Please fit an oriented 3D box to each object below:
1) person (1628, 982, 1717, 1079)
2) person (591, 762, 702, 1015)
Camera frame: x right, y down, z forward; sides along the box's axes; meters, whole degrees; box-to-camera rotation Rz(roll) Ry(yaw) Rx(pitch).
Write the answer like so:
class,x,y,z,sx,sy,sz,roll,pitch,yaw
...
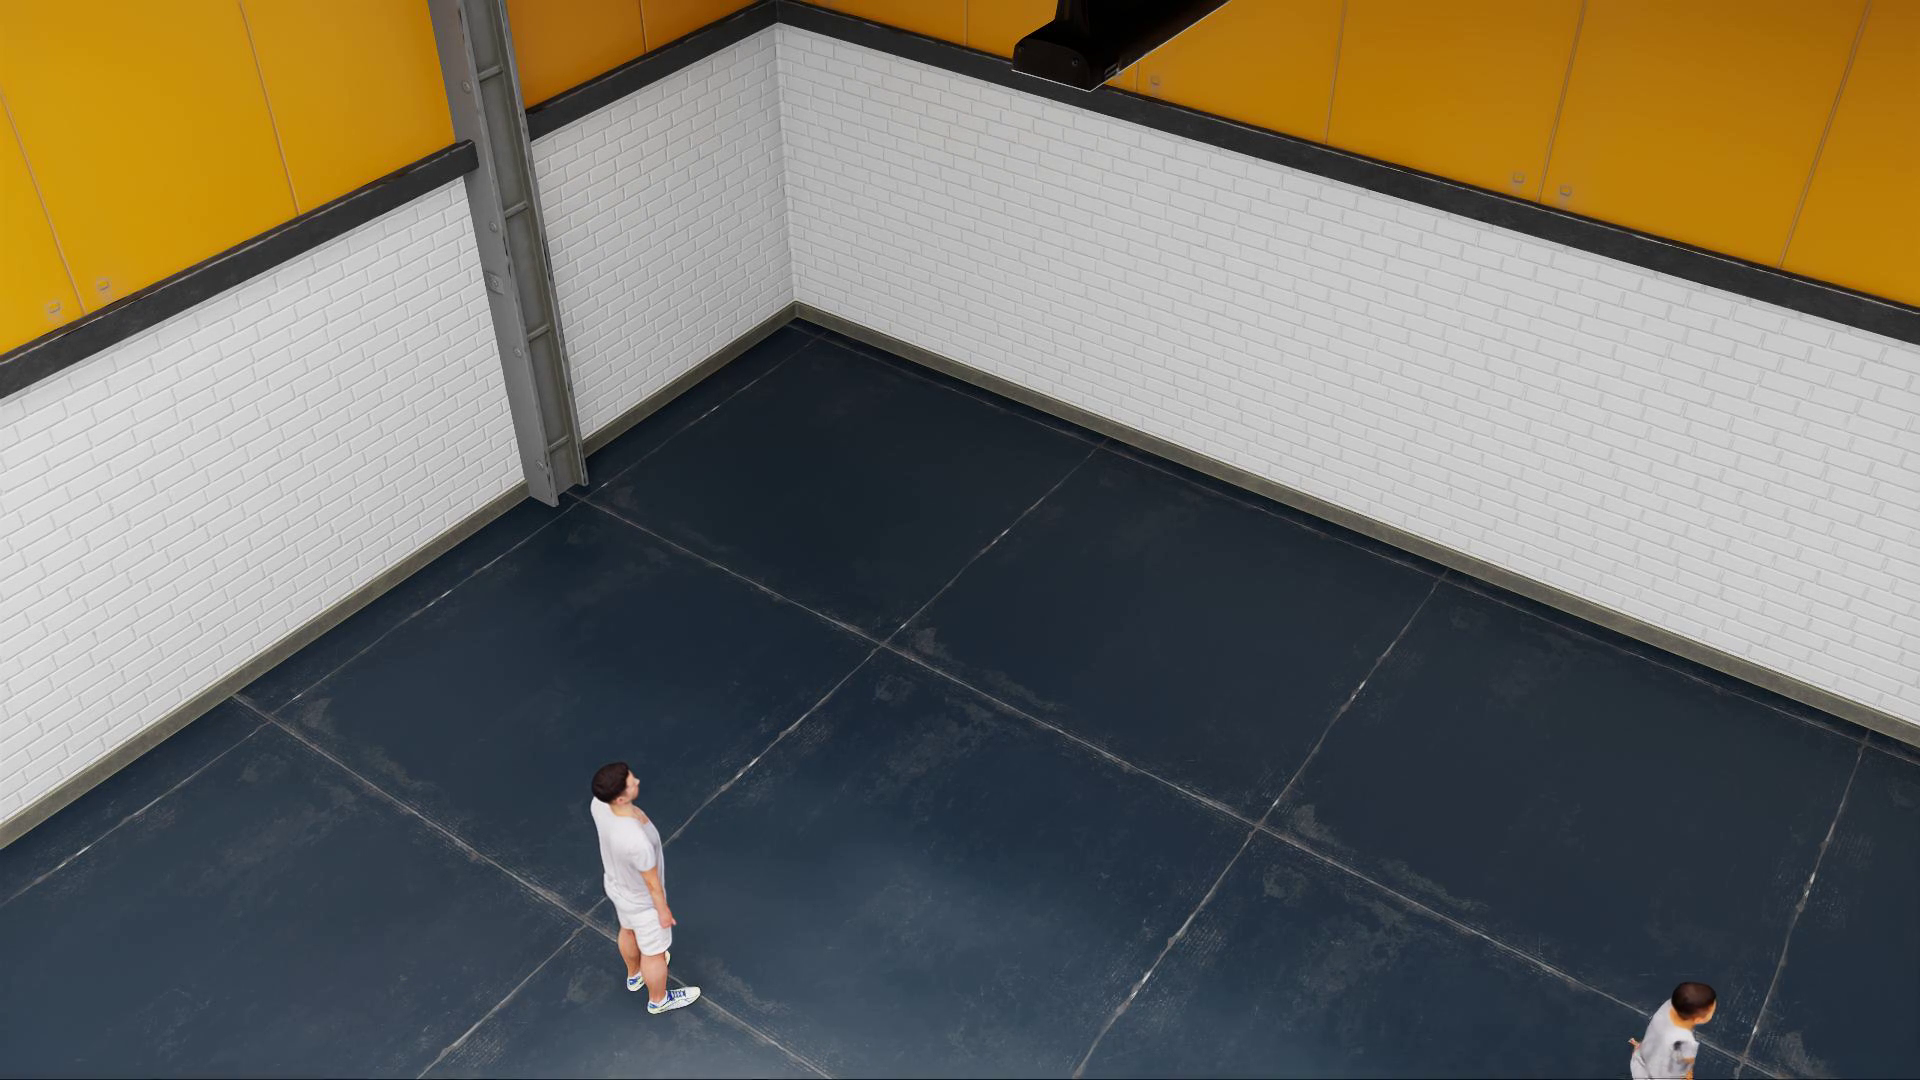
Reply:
class,x,y,z,sx,sy,sz,roll,pitch,yaw
person,3.455,2.681,8.378,1.021,1.427,1.007,-3,39,-3
person,-1.765,1.881,9.037,0.665,1.855,0.742,-27,46,-30
